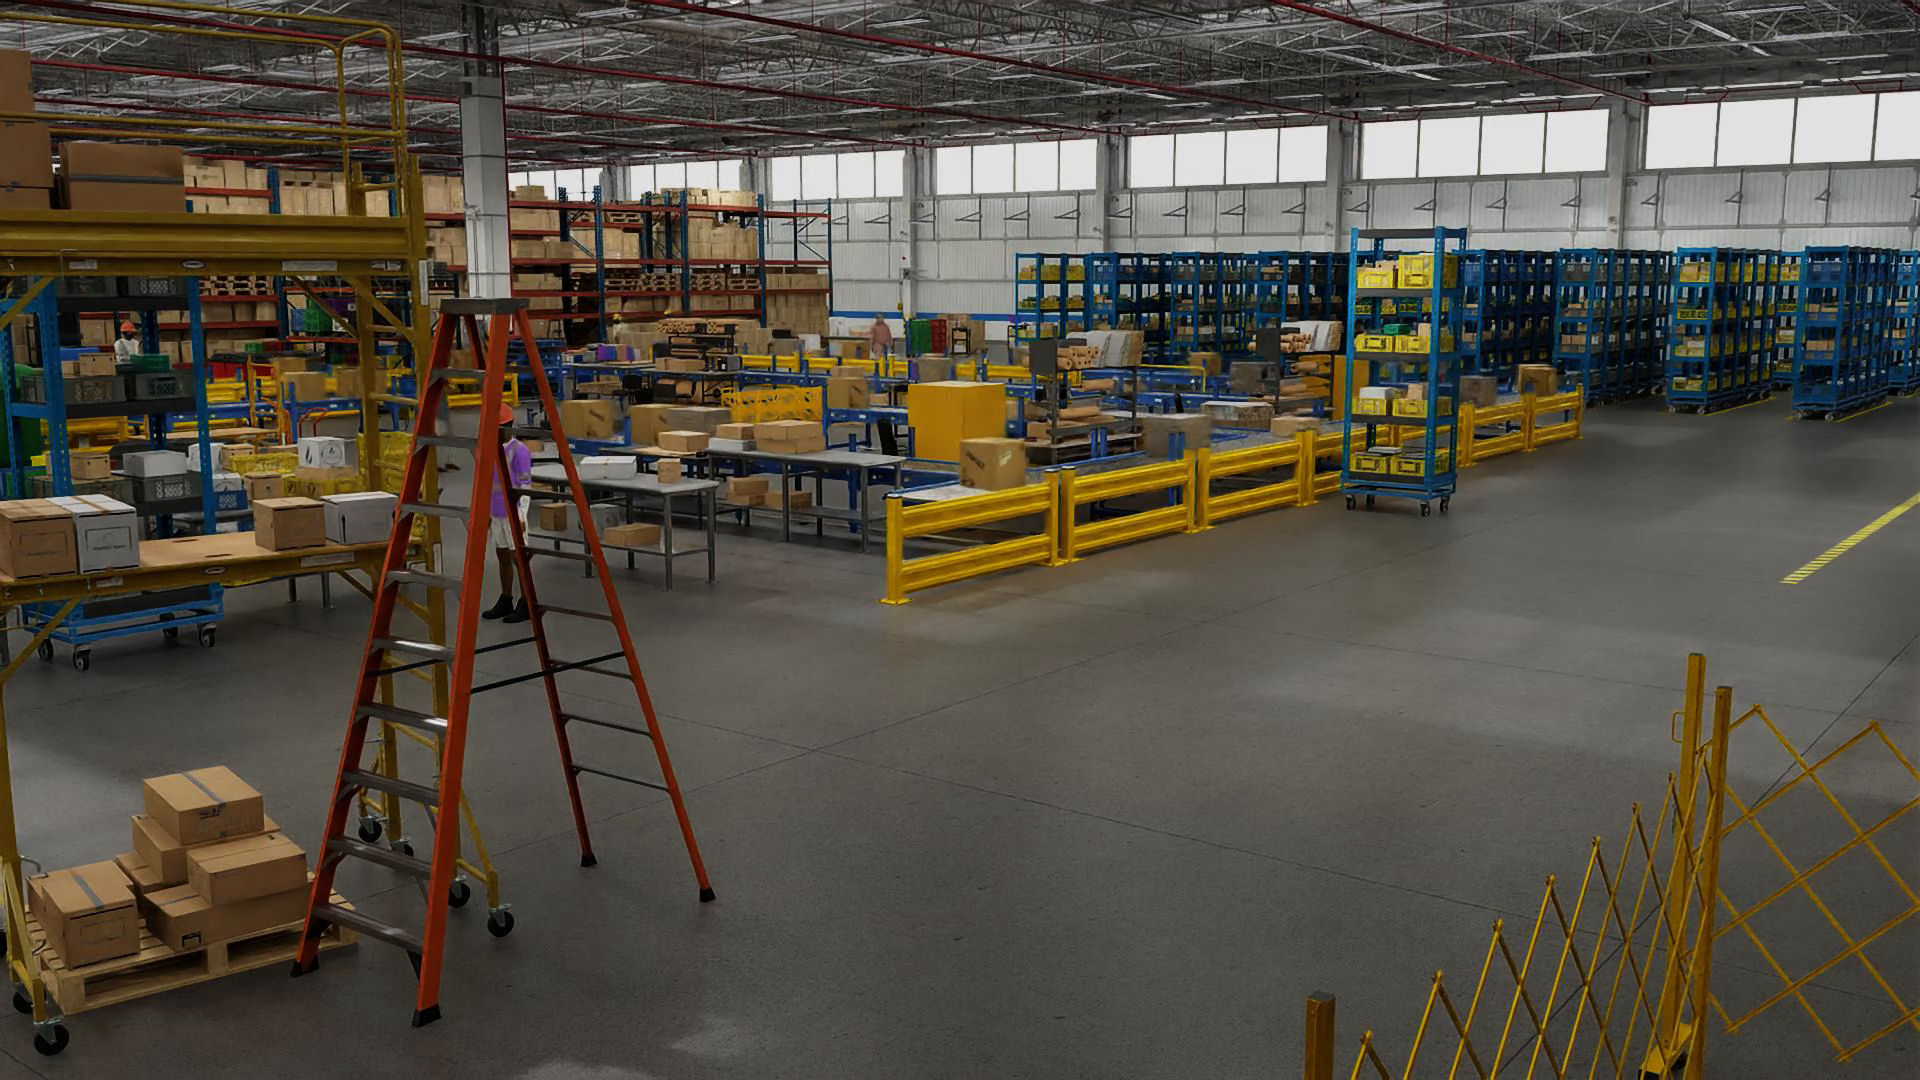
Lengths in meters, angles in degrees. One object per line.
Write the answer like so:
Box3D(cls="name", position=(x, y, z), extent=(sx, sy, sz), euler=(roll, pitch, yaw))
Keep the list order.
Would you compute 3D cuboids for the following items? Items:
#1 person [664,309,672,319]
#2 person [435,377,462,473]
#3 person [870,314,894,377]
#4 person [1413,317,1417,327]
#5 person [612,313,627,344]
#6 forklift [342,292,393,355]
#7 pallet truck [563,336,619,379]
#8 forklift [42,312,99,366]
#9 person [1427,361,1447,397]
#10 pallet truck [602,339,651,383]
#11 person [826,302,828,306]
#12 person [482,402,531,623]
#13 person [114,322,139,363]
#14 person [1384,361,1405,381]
Box3D(cls="person", position=(-10.593, -7.429, 59.921), extent=(0.553, 1.733, 0.784), euler=(8, 12, 40))
Box3D(cls="person", position=(-7.822, -1.826, 25.348), extent=(0.602, 1.610, 0.537), euler=(-4, 10, -25))
Box3D(cls="person", position=(-2.321, -5.729, 48.967), extent=(0.636, 1.867, 0.985), euler=(-7, 12, -38))
Box3D(cls="person", position=(12.918, -5.572, 47.427), extent=(0.386, 2.039, 0.605), euler=(1, 9, 8))
Box3D(cls="person", position=(-10.584, -6.142, 51.696), extent=(0.619, 1.810, 0.446), euler=(6, 11, 33))
Box3D(cls="forklift", position=(-16.485, -5.622, 45.120), extent=(1.129, 2.768, 1.873), euler=(7, 11, 37))
Box3D(cls="pallet truck", position=(-10.690, -5.294, 48.215), extent=(1.601, 1.201, 0.680), euler=(-5, 10, -26))
Box3D(cls="forklift", position=(-23.779, -5.451, 44.052), extent=(1.873, 2.768, 1.129), euler=(7, 11, 36))
Box3D(cls="person", position=(10.222, -3.516, 35.477), extent=(0.544, 1.749, 0.567), euler=(-7, 12, -39))
Box3D(cls="pallet truck", position=(-8.991, -4.871, 45.351), extent=(0.653, 1.274, 1.630), euler=(7, 11, 37))
Box3D(cls="person", position=(-5.789, -9.071, 69.733), extent=(1.024, 1.898, 0.586), euler=(5, 10, 29))
Box3D(cls="person", position=(-3.960, -0.241, 14.486), extent=(0.543, 1.933, 0.364), euler=(7, 12, 39))
Box3D(cls="person", position=(-17.149, -3.489, 34.413), extent=(0.393, 2.041, 0.614), euler=(2, 9, 14))
Box3D(cls="person", position=(9.888, -3.912, 37.728), extent=(0.597, 1.825, 0.538), euler=(-8, 12, -40))
